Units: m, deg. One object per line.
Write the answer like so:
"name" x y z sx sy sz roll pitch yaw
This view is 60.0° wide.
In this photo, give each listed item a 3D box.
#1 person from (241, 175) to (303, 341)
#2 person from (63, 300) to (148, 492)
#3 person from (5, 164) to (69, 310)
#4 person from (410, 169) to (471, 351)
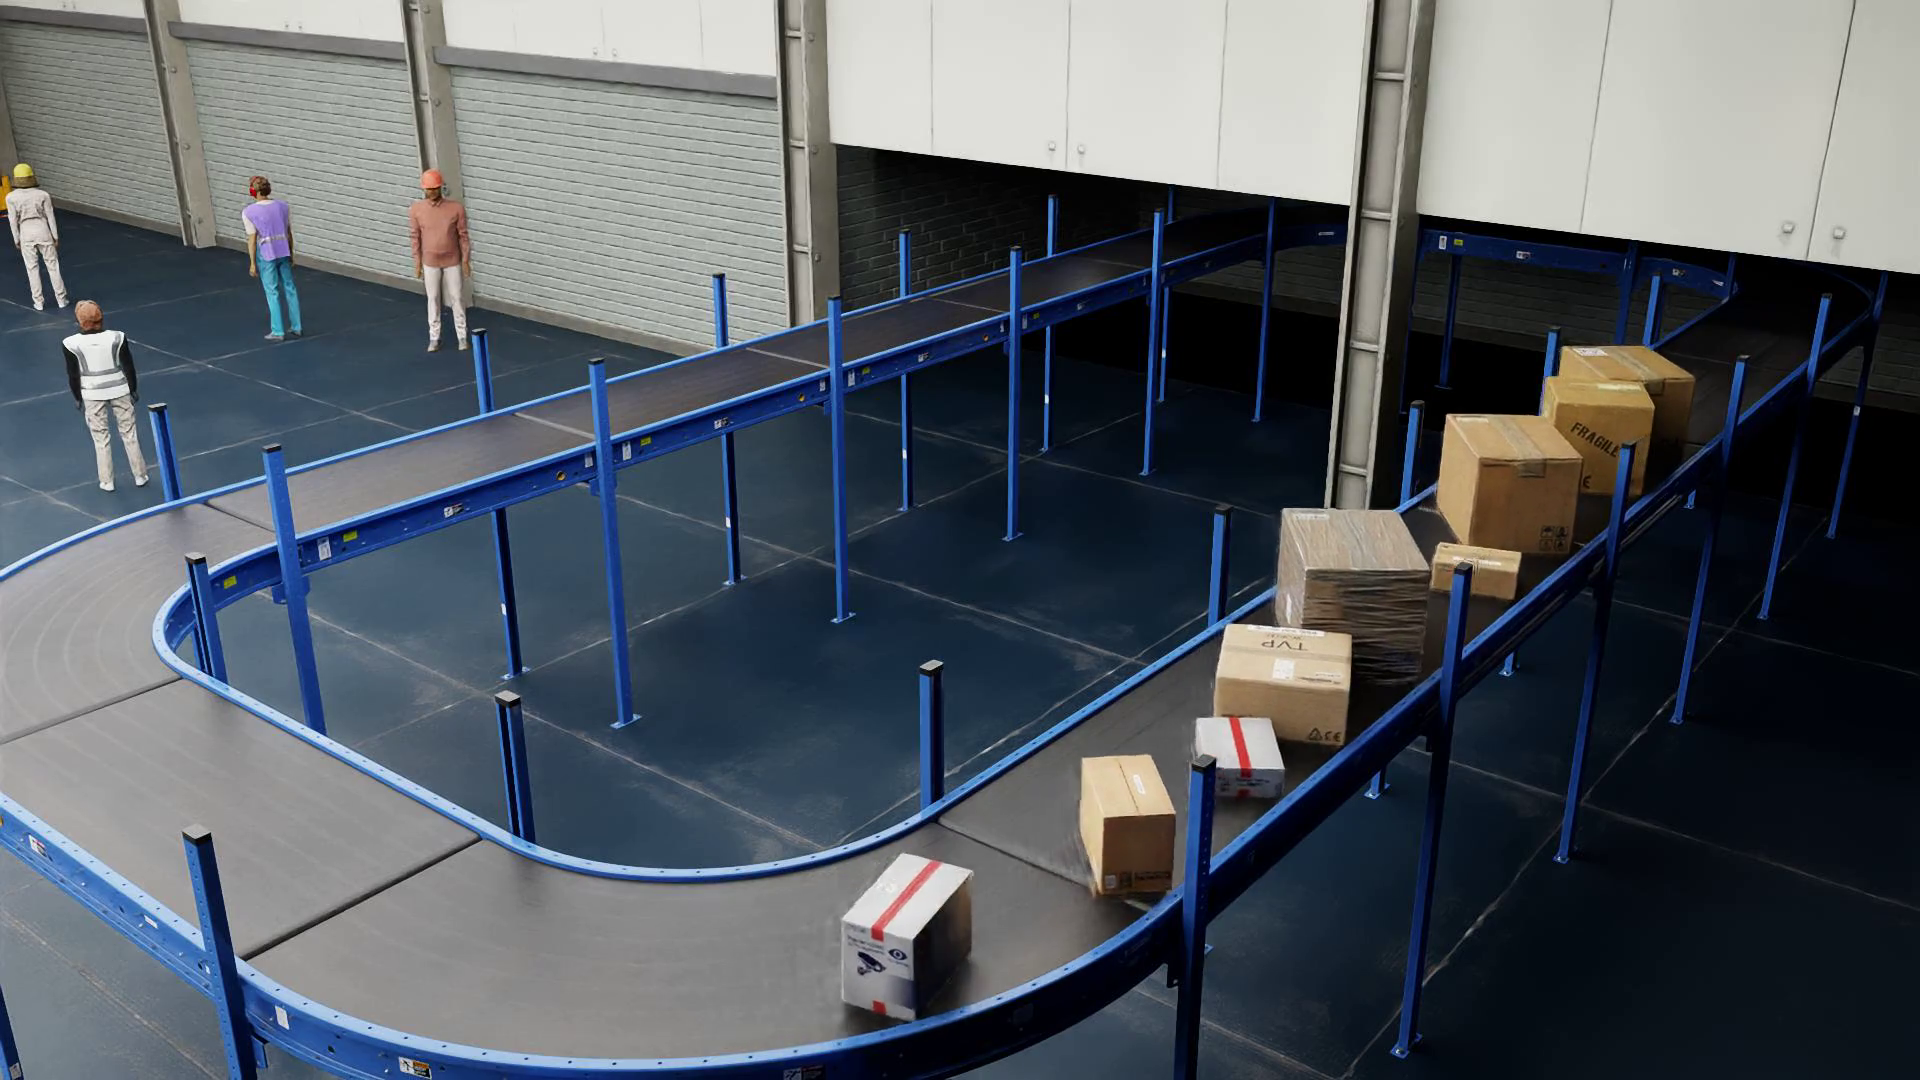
"person" -7.721 -3.157 18.689 0.396 1.847 0.564 14 26 32
"person" -7.196 -1.210 14.018 0.514 1.645 0.307 -13 25 -29
"person" -11.190 -3.670 20.137 0.493 1.739 0.313 -11 24 -26
"person" -5.684 -3.066 18.260 0.613 1.995 0.391 -4 22 -10
